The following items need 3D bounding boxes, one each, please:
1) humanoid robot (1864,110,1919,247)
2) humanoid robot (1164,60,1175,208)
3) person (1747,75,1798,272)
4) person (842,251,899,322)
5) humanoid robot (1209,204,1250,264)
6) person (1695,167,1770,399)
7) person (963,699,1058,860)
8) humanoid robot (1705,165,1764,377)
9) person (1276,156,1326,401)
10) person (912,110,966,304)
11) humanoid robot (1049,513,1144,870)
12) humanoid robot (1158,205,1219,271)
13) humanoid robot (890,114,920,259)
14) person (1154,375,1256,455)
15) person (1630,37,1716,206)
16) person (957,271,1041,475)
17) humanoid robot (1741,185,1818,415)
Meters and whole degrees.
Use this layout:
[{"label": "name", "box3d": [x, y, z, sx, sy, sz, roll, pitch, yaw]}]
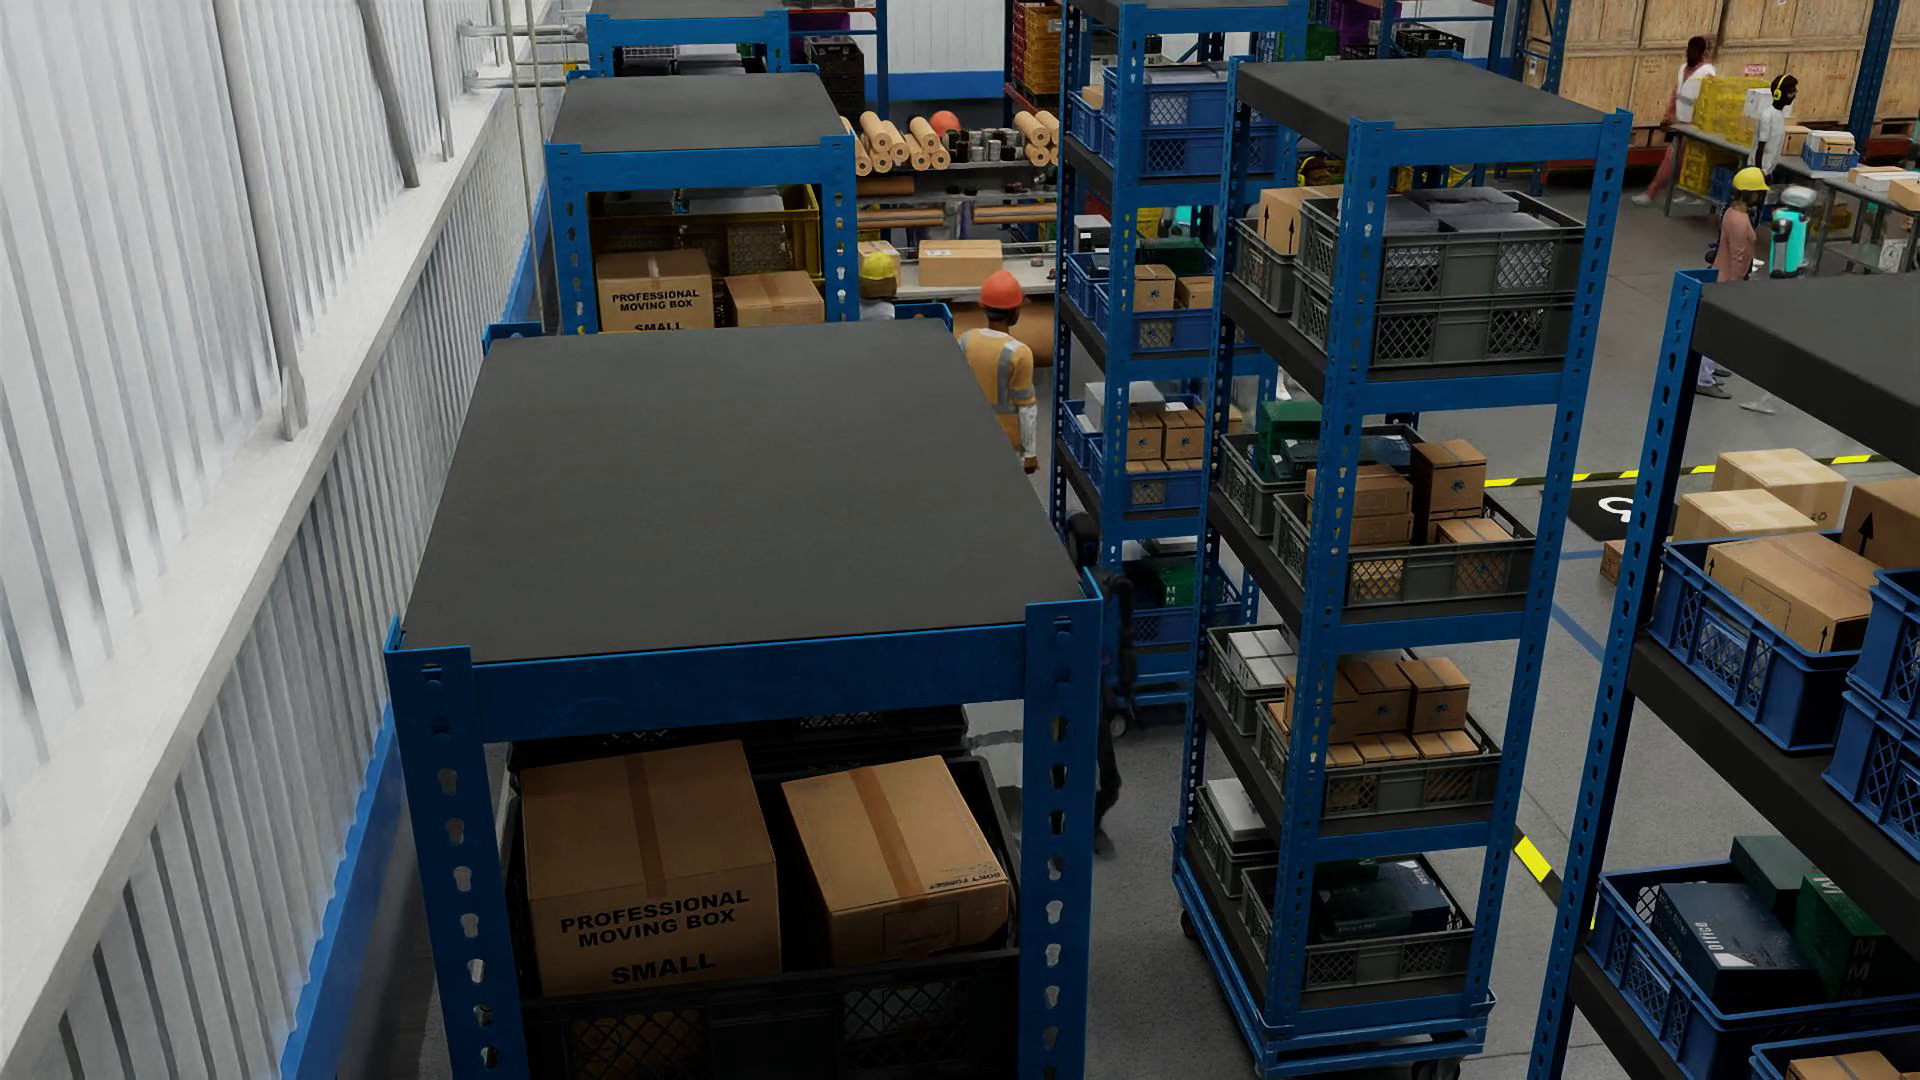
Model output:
[{"label": "humanoid robot", "box3d": [9.254, -3.599, 16.406, 0.540, 1.835, 0.650, -19, 31, -35]}, {"label": "humanoid robot", "box3d": [2.117, -4.457, 18.324, 0.636, 1.638, 0.609, -1, 25, -2]}, {"label": "person", "box3d": [7.786, -3.553, 16.108, 0.312, 1.869, 0.524, 17, 30, 33]}, {"label": "person", "box3d": [-0.521, -0.996, 10.696, 0.491, 1.742, 0.321, 15, 29, 29]}, {"label": "humanoid robot", "box3d": [2.351, -2.484, 14.013, 0.591, 1.654, 0.330, 12, 27, 24]}, {"label": "person", "box3d": [5.929, -1.983, 12.813, 0.302, 1.771, 0.524, 6, 25, 13]}, {"label": "person", "box3d": [0.106, 0.903, 6.443, 0.569, 1.848, 0.383, -7, 26, -14]}, {"label": "humanoid robot", "box3d": [6.142, -2.163, 13.298, 0.315, 1.657, 0.599, 1, 25, 2]}, {"label": "person", "box3d": [2.629, -2.003, 12.736, 0.513, 1.873, 0.329, -14, 28, -28]}, {"label": "person", "box3d": [-0.140, -2.468, 13.548, 0.381, 2.040, 0.610, 18, 30, 34]}, {"label": "humanoid robot", "box3d": [0.485, 0.667, 7.158, 0.600, 1.643, 0.354, -8, 26, -17]}, {"label": "humanoid robot", "box3d": [1.734, -2.140, 13.251, 0.534, 1.829, 0.720, 13, 28, 27]}, {"label": "humanoid robot", "box3d": [-0.354, -3.131, 15.480, 0.611, 1.625, 0.774, -3, 25, -6]}, {"label": "person", "box3d": [1.393, -0.459, 9.426, 0.622, 1.825, 0.744, -6, 25, -12]}, {"label": "person", "box3d": [7.960, -4.622, 18.432, 0.934, 1.856, 0.671, -1, 25, -1]}, {"label": "person", "box3d": [0.236, -0.604, 9.616, 0.550, 1.936, 0.354, 21, 32, 38]}, {"label": "humanoid robot", "box3d": [6.327, -1.660, 12.167, 0.963, 1.766, 0.558, 17, 30, 33]}]
